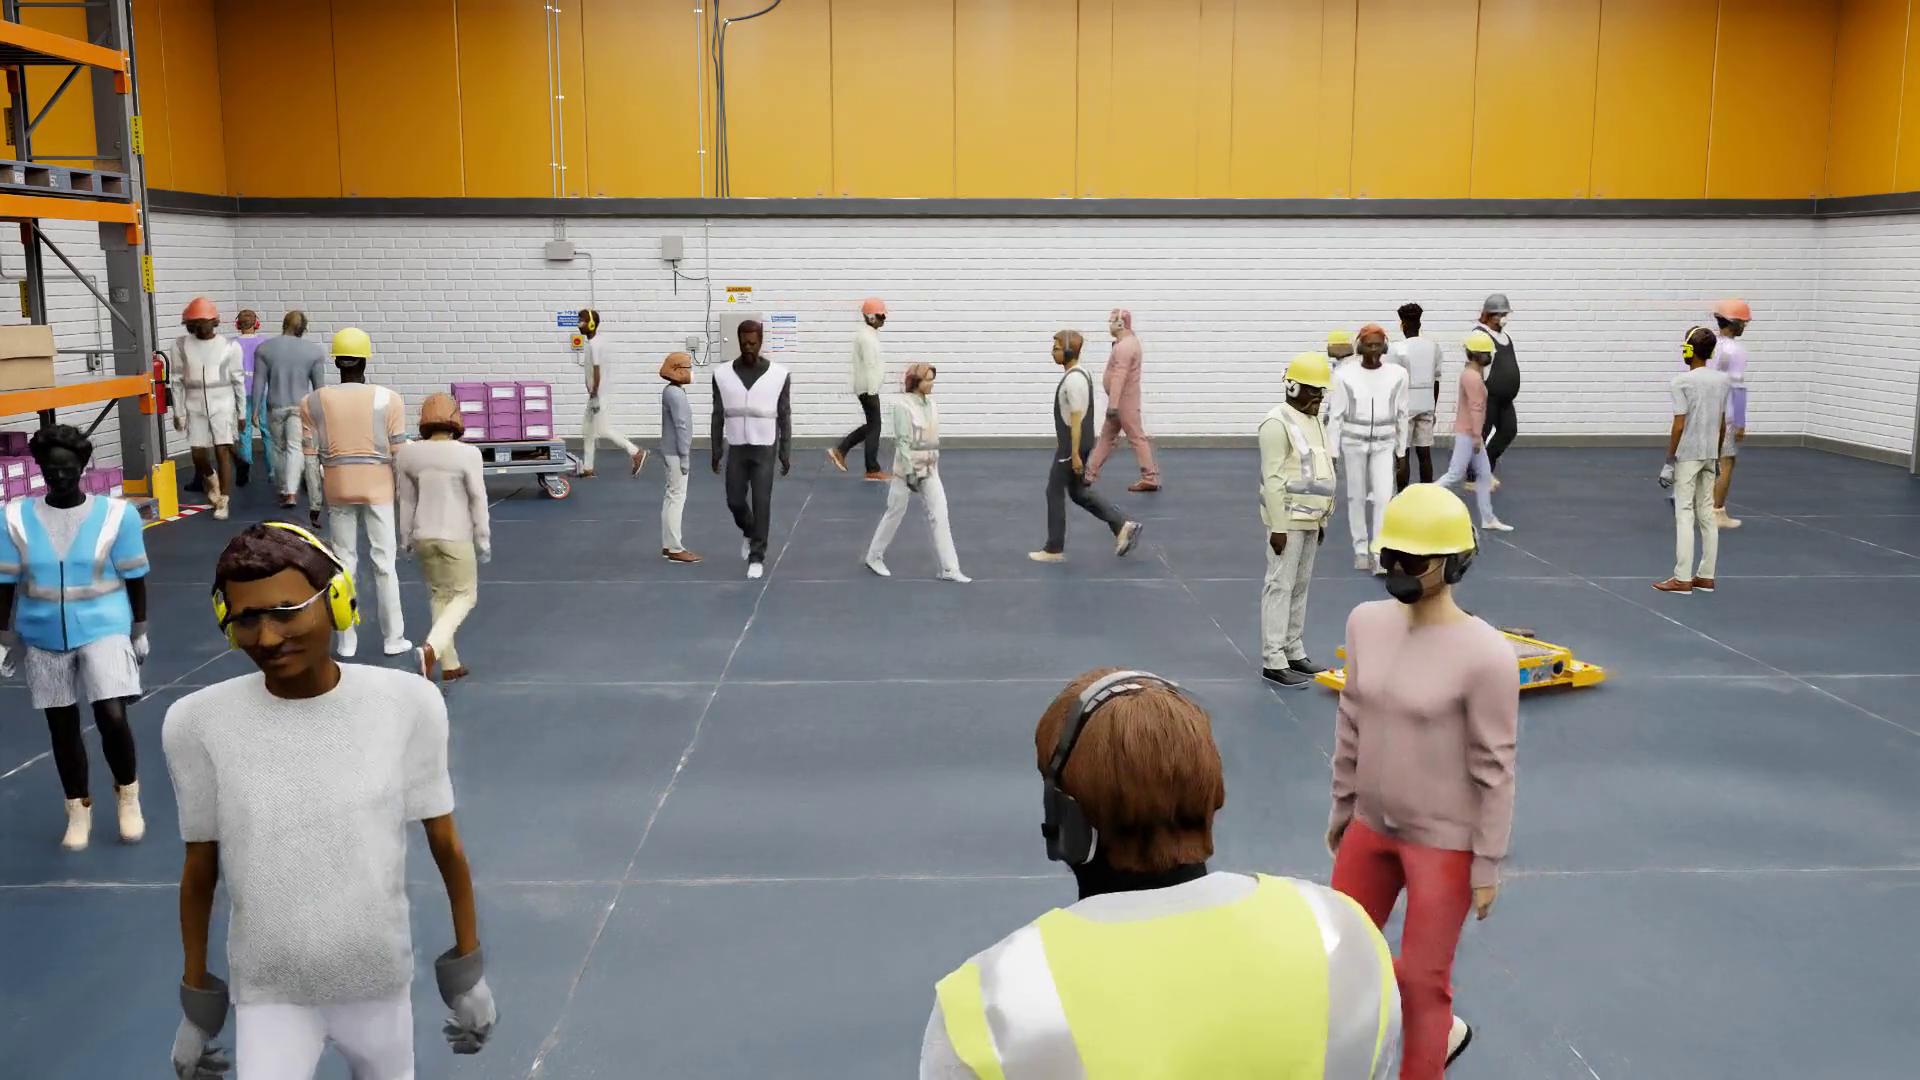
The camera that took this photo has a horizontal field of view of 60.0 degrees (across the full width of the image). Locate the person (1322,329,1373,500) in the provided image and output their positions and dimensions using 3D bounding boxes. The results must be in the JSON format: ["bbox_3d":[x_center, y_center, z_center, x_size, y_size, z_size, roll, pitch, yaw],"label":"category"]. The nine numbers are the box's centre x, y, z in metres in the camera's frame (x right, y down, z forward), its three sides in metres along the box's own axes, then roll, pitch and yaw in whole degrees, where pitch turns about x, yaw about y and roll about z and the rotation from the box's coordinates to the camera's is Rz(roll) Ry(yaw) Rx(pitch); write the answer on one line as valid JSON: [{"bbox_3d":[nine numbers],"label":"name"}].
[{"bbox_3d":[3.779,-1.209,16.202,0.913,1.692,0.503,2,9,12],"label":"person"}]

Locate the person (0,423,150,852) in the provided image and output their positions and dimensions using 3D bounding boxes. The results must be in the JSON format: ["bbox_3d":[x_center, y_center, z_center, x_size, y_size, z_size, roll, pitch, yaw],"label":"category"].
[{"bbox_3d":[-3.429,0.388,6.436,0.546,1.686,0.395,-3,10,-15],"label":"person"}]

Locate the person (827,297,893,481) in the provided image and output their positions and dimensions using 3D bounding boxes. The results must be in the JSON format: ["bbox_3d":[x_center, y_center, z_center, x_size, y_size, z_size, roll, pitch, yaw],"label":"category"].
[{"bbox_3d":[-1.046,-1.604,17.756,0.635,1.980,0.624,0,9,-2],"label":"person"}]

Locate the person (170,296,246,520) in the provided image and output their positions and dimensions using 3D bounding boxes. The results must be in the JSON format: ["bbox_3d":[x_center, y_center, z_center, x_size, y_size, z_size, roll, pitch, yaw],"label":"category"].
[{"bbox_3d":[-6.831,-1.206,15.156,0.648,2.025,0.696,-2,10,-14],"label":"person"}]

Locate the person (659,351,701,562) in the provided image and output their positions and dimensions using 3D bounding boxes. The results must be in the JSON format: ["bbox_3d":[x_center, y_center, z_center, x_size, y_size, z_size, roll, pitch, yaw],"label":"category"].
[{"bbox_3d":[-2.187,-0.646,12.919,0.266,1.631,0.507,-3,10,-19],"label":"person"}]

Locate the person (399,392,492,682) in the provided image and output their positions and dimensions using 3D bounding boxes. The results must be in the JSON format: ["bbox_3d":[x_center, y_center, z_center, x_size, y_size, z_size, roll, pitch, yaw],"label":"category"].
[{"bbox_3d":[-2.817,0.013,8.948,0.543,1.612,0.562,2,10,13],"label":"person"}]

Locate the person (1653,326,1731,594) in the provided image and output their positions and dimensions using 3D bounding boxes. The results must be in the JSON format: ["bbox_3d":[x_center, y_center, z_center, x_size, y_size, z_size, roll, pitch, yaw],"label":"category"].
[{"bbox_3d":[5.116,-0.553,11.631,0.521,1.871,0.335,-3,10,-20],"label":"person"}]

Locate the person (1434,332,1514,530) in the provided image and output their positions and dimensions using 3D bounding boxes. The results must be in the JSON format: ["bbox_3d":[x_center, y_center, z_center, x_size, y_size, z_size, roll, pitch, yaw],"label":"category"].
[{"bbox_3d":[4.338,-0.927,14.353,0.863,1.735,0.536,2,9,12],"label":"person"}]

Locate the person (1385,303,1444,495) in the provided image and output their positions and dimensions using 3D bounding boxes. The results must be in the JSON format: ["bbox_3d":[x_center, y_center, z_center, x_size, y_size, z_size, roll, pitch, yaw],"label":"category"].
[{"bbox_3d":[4.126,-1.190,15.260,0.608,1.957,0.390,-4,10,-21],"label":"person"}]

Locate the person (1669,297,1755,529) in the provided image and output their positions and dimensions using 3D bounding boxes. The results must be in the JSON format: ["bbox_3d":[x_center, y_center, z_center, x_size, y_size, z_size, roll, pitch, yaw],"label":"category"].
[{"bbox_3d":[6.563,-1.088,14.431,0.531,2.023,0.625,-2,9,-11],"label":"person"}]

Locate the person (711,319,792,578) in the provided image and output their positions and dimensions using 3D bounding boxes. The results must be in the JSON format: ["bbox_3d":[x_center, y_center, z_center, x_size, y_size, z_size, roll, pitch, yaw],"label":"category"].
[{"bbox_3d":[-1.538,-0.678,12.367,0.612,1.876,0.554,0,9,3],"label":"person"}]

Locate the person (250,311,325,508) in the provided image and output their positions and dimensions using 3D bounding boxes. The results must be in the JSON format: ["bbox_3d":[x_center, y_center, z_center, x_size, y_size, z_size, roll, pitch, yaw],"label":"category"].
[{"bbox_3d":[-6.426,-1.246,15.917,0.692,1.872,0.981,-3,10,-18],"label":"person"}]

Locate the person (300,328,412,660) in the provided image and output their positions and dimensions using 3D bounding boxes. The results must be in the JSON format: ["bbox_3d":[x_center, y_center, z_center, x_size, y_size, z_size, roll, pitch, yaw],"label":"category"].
[{"bbox_3d":[-3.495,-0.264,9.674,0.586,1.928,0.369,-2,9,-11],"label":"person"}]

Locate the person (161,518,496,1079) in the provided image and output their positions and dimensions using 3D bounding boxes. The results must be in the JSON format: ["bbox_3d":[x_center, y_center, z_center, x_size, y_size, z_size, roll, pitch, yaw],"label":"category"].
[{"bbox_3d":[-1.192,0.850,3.202,0.599,1.830,0.582,-4,10,-21],"label":"person"}]

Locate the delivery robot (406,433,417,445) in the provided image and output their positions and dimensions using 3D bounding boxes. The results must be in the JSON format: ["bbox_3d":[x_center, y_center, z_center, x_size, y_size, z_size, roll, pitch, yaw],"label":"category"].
[{"bbox_3d":[-5.759,-0.864,17.265,0.707,0.478,0.477,-9,13,-44],"label":"delivery robot"}]

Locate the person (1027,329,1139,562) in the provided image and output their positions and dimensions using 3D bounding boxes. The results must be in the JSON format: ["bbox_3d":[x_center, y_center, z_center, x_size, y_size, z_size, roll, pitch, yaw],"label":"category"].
[{"bbox_3d":[0.944,-0.713,12.770,0.771,1.820,0.526,3,10,16],"label":"person"}]

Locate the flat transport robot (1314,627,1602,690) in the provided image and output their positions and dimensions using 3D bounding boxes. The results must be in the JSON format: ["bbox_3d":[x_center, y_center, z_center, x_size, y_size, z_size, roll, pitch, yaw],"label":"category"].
[{"bbox_3d":[2.689,0.679,8.961,1.431,0.197,0.652,-4,10,-25],"label":"flat transport robot"}]

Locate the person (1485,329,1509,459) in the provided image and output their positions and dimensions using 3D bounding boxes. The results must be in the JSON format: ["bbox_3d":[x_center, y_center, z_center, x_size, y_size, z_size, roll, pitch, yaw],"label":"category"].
[{"bbox_3d":[6.292,-1.868,19.687,0.482,1.863,0.610,-5,10,-26],"label":"person"}]

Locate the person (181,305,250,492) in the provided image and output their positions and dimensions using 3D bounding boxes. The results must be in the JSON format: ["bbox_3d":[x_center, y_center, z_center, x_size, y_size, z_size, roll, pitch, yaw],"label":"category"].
[{"bbox_3d":[-7.573,-1.420,16.822,0.735,1.909,0.540,5,10,28],"label":"person"}]

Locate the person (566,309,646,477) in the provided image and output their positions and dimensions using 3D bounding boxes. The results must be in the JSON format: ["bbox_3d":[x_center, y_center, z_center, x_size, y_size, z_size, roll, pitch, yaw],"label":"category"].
[{"bbox_3d":[-3.863,-1.582,18.030,0.797,1.847,0.523,-2,9,-12],"label":"person"}]

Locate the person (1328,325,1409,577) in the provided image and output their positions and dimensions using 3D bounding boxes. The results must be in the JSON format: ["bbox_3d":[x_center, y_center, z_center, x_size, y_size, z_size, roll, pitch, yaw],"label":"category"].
[{"bbox_3d":[3.015,-0.648,12.269,0.597,1.844,0.891,1,9,8],"label":"person"}]

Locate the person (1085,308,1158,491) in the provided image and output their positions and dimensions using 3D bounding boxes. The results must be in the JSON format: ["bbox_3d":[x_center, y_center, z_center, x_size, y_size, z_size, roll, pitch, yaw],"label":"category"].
[{"bbox_3d":[1.569,-1.417,16.938,0.996,1.853,0.675,1,9,9],"label":"person"}]

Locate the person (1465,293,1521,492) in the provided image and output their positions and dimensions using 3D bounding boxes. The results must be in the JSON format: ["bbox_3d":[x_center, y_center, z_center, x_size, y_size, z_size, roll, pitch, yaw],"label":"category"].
[{"bbox_3d":[5.397,-1.496,16.884,0.539,2.000,0.702,9,13,43],"label":"person"}]

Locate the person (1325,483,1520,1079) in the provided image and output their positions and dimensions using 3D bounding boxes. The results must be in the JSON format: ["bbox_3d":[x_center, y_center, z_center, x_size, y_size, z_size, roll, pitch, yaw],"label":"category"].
[{"bbox_3d":[1.154,0.721,4.143,0.459,1.754,0.541,-6,11,-33],"label":"person"}]

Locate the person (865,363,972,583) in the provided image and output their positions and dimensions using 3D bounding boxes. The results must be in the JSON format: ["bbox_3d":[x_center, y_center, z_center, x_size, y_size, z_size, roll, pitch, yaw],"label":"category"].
[{"bbox_3d":[-0.343,-0.493,12.118,0.869,1.599,0.513,8,12,39],"label":"person"}]

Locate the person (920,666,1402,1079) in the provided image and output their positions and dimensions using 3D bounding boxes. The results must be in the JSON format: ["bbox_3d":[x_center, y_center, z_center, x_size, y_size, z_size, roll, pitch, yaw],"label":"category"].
[{"bbox_3d":[0.255,1.053,2.023,0.628,1.805,0.935,-3,10,-15],"label":"person"}]

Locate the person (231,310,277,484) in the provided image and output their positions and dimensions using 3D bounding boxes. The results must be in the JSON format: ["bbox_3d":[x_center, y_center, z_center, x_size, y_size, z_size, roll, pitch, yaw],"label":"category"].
[{"bbox_3d":[-7.460,-1.503,17.545,0.565,1.840,0.390,-3,10,-18],"label":"person"}]

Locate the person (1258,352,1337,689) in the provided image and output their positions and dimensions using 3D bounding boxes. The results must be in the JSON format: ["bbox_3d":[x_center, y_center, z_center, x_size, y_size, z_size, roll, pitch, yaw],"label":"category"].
[{"bbox_3d":[1.847,-0.115,9.085,0.403,1.822,0.588,6,11,33],"label":"person"}]

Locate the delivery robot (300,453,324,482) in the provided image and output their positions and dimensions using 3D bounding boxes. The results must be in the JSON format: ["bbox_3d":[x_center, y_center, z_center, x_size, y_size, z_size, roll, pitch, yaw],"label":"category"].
[{"bbox_3d":[-6.363,-0.792,16.827,0.707,0.478,0.477,-7,11,-35],"label":"delivery robot"}]
